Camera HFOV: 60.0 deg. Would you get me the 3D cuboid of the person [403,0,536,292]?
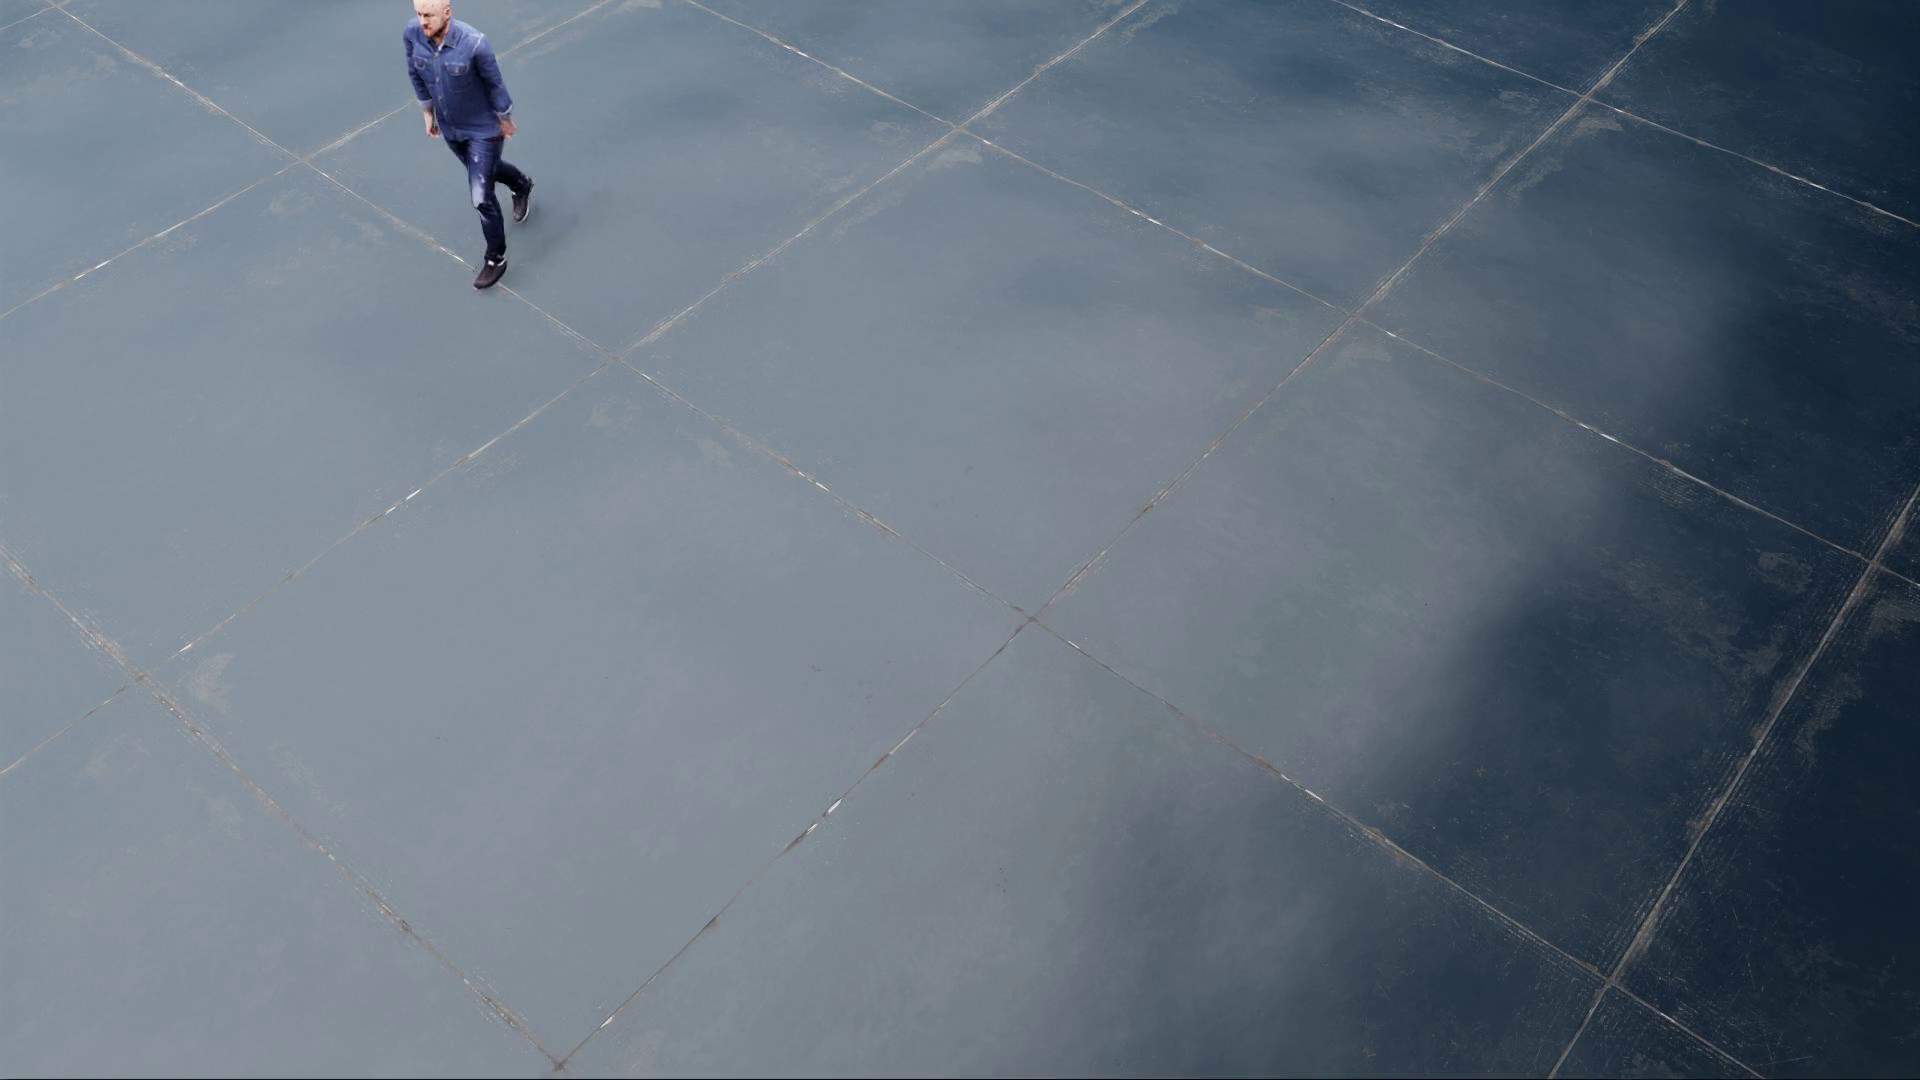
[{"bbox_3d":[-2.736,-2.369,9.420,0.949,1.786,1.241,16,49,14],"label":"person"}]
